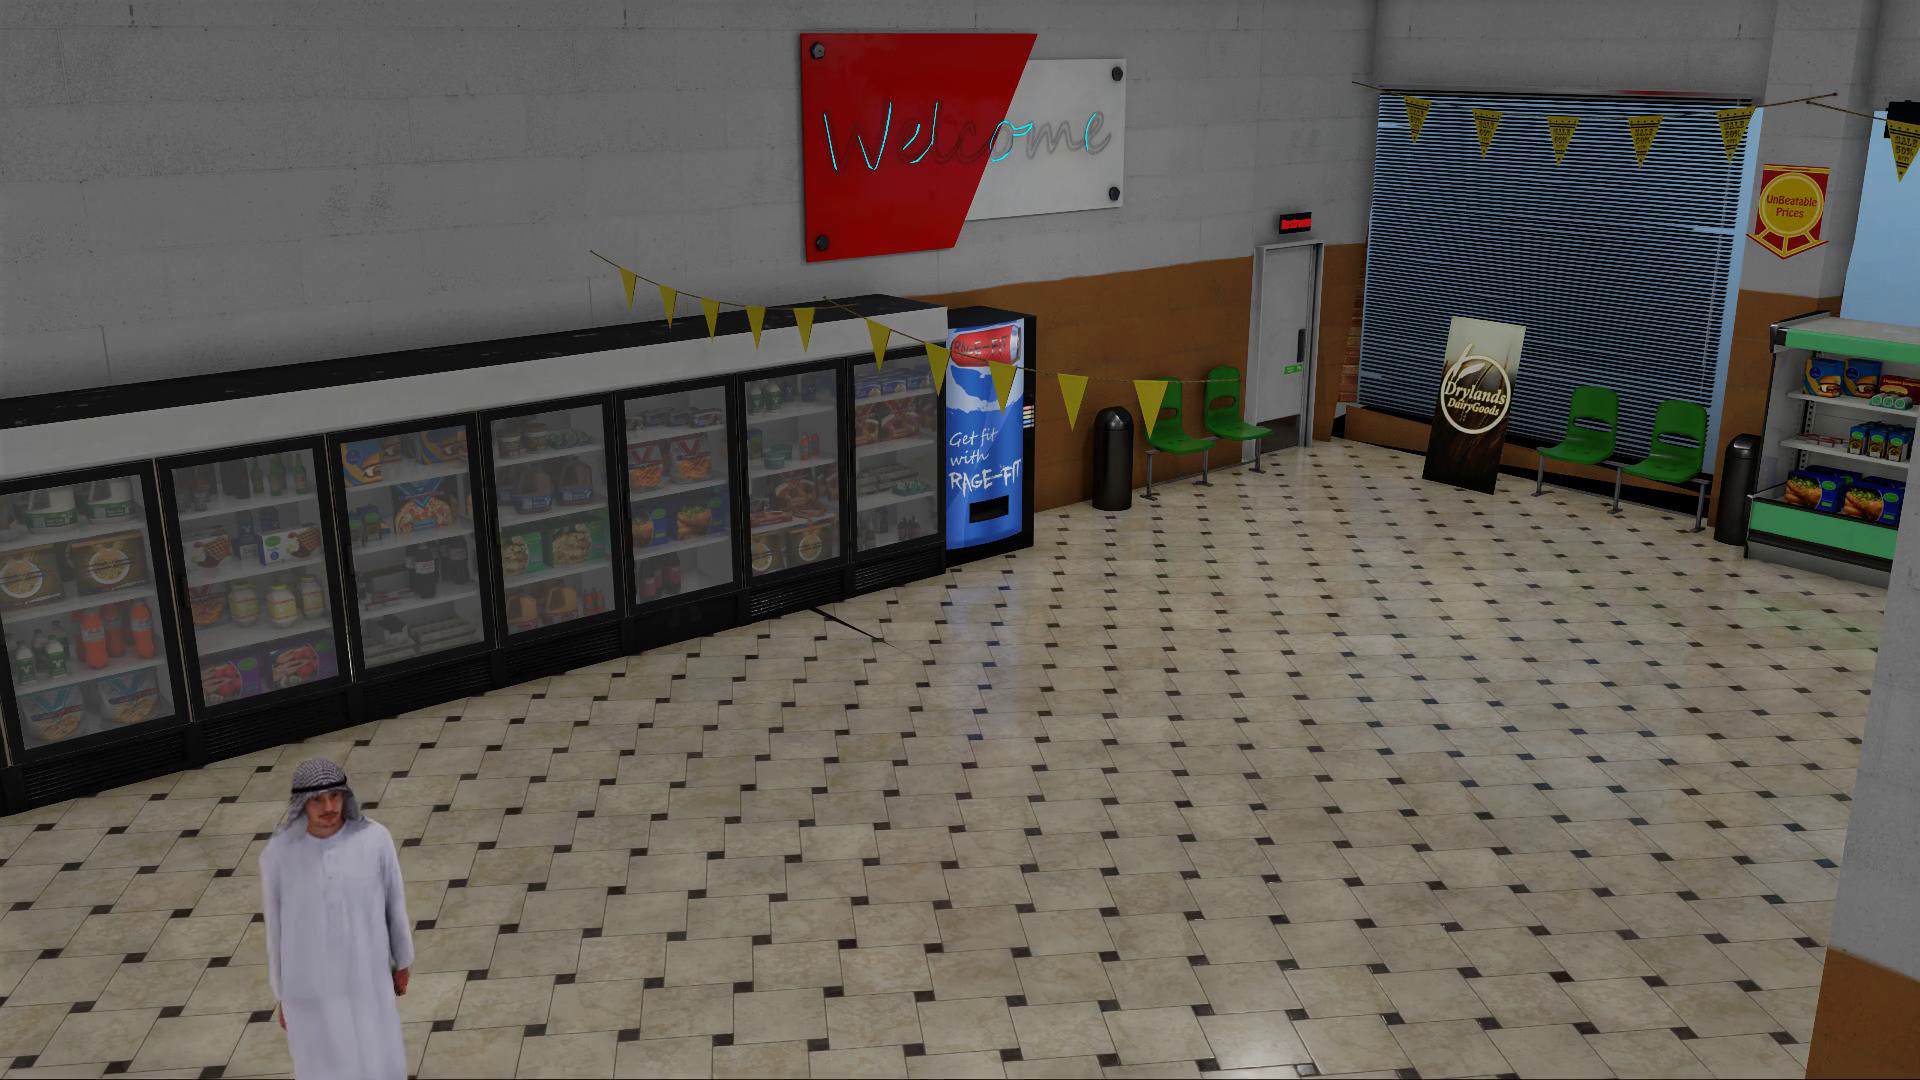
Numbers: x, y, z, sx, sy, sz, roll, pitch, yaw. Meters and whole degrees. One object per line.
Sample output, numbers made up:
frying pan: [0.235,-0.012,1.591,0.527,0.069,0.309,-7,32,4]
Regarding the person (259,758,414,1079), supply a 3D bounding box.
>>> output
person: [-2.415,1.675,6.429,0.827,1.899,1.017,-7,18,-22]
